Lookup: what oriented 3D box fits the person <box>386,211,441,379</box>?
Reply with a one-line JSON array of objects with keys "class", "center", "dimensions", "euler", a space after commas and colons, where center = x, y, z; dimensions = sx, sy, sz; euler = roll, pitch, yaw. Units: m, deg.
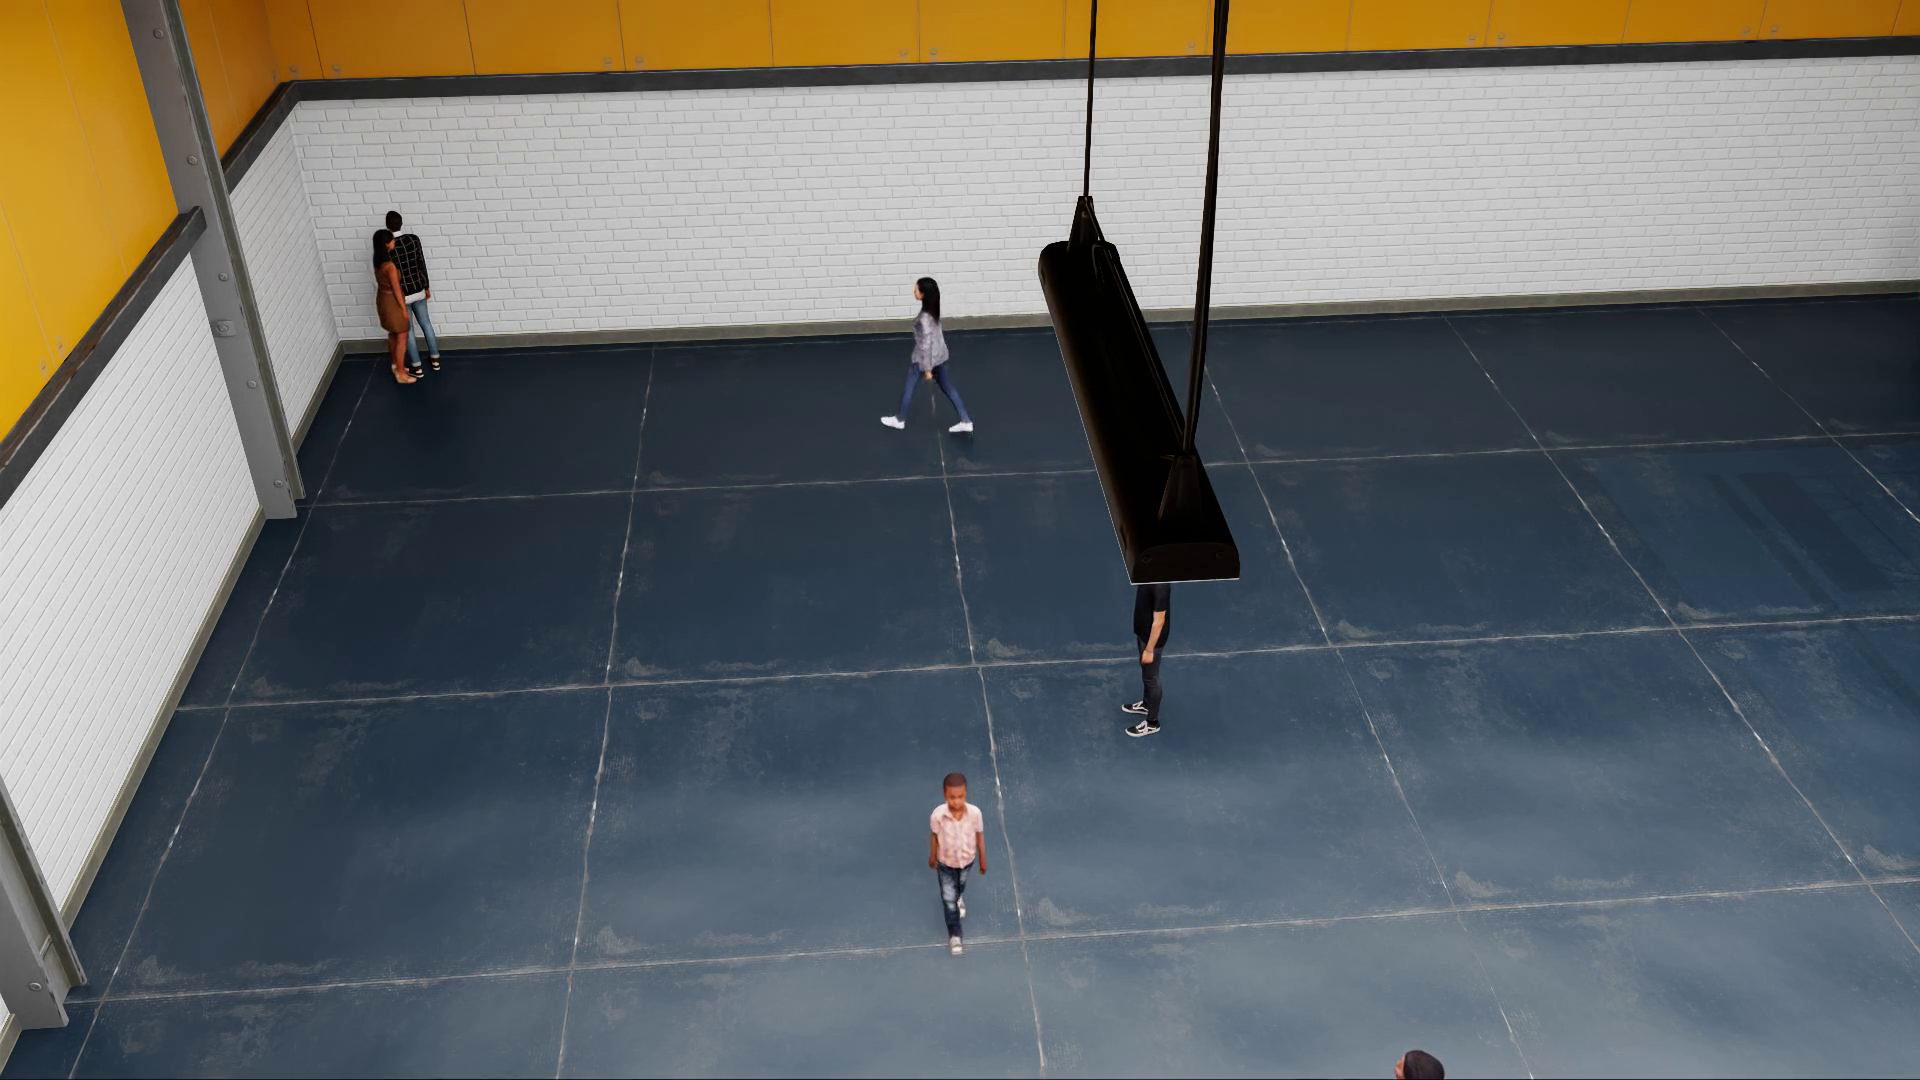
[{"class": "person", "center": [-5.810, -2.600, 17.515], "dimensions": [0.787, 1.821, 0.738], "euler": [27, 42, 34]}]

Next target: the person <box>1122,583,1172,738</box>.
[{"class": "person", "center": [1.458, 0.667, 12.587], "dimensions": [0.708, 1.836, 0.496], "euler": [0, 34, 1]}]

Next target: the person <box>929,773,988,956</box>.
[{"class": "person", "center": [-0.022, 2.043, 11.027], "dimensions": [0.550, 1.271, 0.871], "euler": [-5, 34, -8]}]

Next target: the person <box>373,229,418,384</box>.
[{"class": "person", "center": [-5.942, -2.439, 17.400], "dimensions": [0.717, 1.681, 0.625], "euler": [-21, 39, -28]}]

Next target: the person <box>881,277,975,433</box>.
[{"class": "person", "center": [-0.212, -1.771, 16.391], "dimensions": [1.050, 1.685, 1.193], "euler": [13, 36, 19]}]

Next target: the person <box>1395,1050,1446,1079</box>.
[{"class": "person", "center": [2.332, 3.290, 8.764], "dimensions": [0.720, 1.699, 0.665], "euler": [26, 42, 33]}]
